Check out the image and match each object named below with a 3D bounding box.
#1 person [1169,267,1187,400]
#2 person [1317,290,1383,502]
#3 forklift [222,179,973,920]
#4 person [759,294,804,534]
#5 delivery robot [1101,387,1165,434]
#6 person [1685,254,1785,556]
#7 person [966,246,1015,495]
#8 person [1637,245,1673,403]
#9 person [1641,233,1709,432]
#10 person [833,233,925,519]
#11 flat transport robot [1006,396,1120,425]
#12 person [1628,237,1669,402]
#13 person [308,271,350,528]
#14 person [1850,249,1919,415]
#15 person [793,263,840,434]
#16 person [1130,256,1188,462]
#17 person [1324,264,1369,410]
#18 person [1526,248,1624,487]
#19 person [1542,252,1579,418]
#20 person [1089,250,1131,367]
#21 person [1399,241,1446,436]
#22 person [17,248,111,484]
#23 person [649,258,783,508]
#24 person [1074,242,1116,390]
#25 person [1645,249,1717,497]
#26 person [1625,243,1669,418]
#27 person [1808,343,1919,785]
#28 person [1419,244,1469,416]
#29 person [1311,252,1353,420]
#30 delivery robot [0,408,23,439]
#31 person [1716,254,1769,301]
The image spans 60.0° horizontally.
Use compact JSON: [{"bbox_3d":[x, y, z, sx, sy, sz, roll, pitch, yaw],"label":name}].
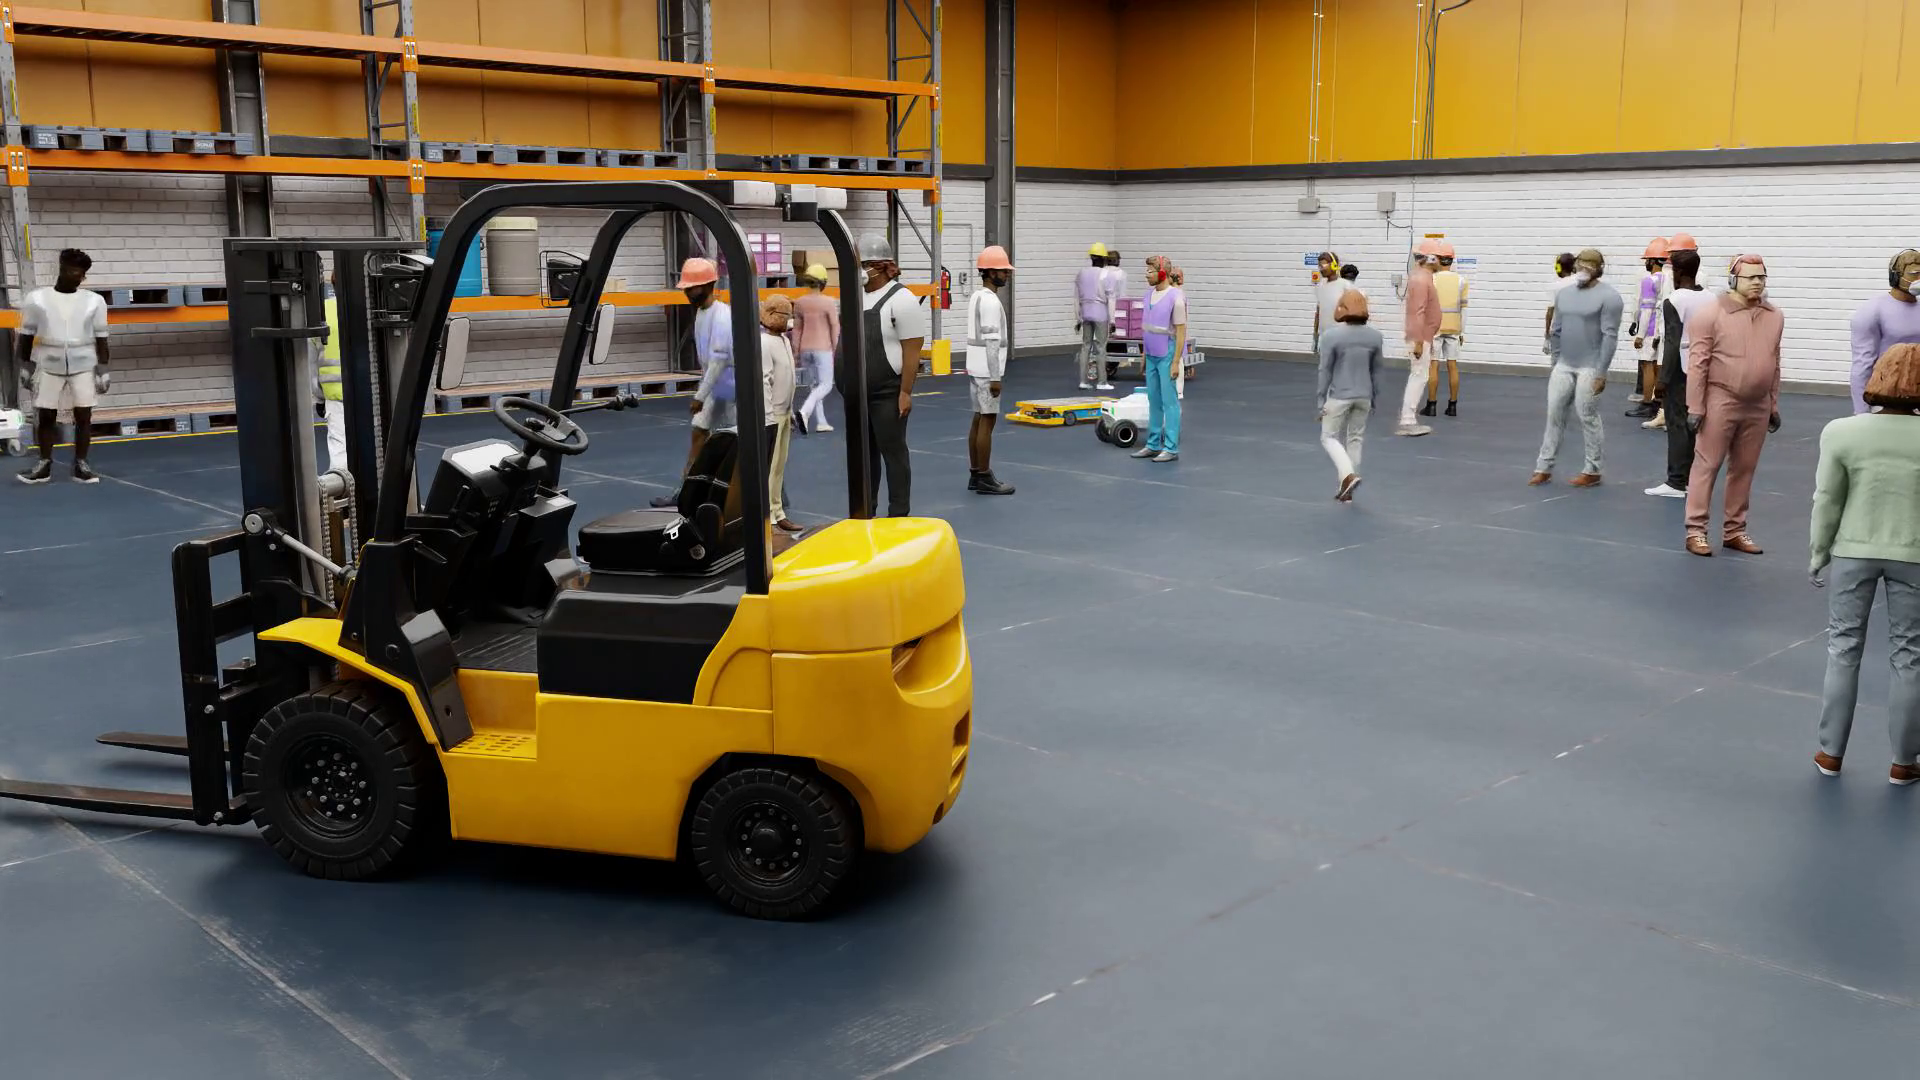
[{"bbox_3d":[2.636,-2.546,20.523,0.309,1.641,0.511,-1,10,-6],"label":"person"},{"bbox_3d":[2.927,-1.057,12.465,0.521,1.623,0.537,-2,11,-12],"label":"person"},{"bbox_3d":[-1.114,-0.058,5.440,2.313,2.155,1.214,2,11,13],"label":"forklift"},{"bbox_3d":[-1.229,-0.836,11.216,0.286,1.632,0.498,2,11,12],"label":"person"},{"bbox_3d":[1.735,-1.237,16.089,0.707,0.478,0.477,-3,11,-15],"label":"delivery robot"},{"bbox_3d":[4.915,-0.846,10.524,0.652,1.906,0.403,-2,11,-11],"label":"person"},{"bbox_3d":[0.240,-1.327,13.061,0.375,1.939,0.546,-2,11,-10],"label":"person"},{"bbox_3d":[8.422,-2.560,19.881,0.643,1.905,0.400,0,10,2],"label":"person"},{"bbox_3d":[7.390,-2.134,17.173,0.376,2.044,0.607,-4,11,-20],"label":"person"},{"bbox_3d":[-0.593,-1.029,11.154,0.537,2.000,0.689,-10,14,-42],"label":"person"},{"bbox_3d":[1.265,-1.417,18.100,1.431,0.197,0.652,-7,12,-33],"label":"flat transport robot"},{"bbox_3d":[8.446,-2.673,20.243,0.625,1.992,0.386,-2,11,-8],"label":"person"},{"bbox_3d":[-4.177,-0.991,11.511,0.621,1.838,0.429,0,10,2],"label":"person"},{"bbox_3d":[5.730,-0.806,10.217,0.630,1.940,0.372,-4,11,-20],"label":"person"},{"bbox_3d":[-1.481,-1.928,16.860,0.531,1.744,0.721,6,12,31],"label":"person"},{"bbox_3d":[1.823,-1.619,14.919,0.396,1.841,0.565,-5,12,-26],"label":"person"},{"bbox_3d":[4.454,-2.338,19.240,0.530,1.692,0.321,0,10,1],"label":"person"},{"bbox_3d":[4.953,-1.367,13.339,0.464,1.936,0.639,-6,12,-31],"label":"person"},{"bbox_3d":[6.668,-2.223,18.227,0.522,1.844,0.519,-3,11,-17],"label":"person"},{"bbox_3d":[2.279,-3.510,25.353,0.640,1.801,0.956,8,13,37],"label":"person"},{"bbox_3d":[4.714,-2.045,16.939,0.384,1.966,0.693,3,11,16],"label":"person"},{"bbox_3d":[-7.284,-1.400,13.498,0.723,1.922,0.472,-5,12,-26],"label":"person"},{"bbox_3d":[-1.719,-1.073,11.886,1.090,1.850,0.541,-7,12,-33],"label":"person"},{"bbox_3d":[1.787,-2.924,21.801,0.594,1.924,0.380,8,13,36],"label":"person"},{"bbox_3d":[5.620,-1.286,12.897,0.591,1.916,0.383,-7,13,-35],"label":"person"},{"bbox_3d":[7.698,-2.330,18.532,0.545,1.938,0.362,-9,13,-39],"label":"person"},{"bbox_3d":[3.427,0.089,6.171,0.507,1.631,0.265,6,12,31],"label":"person"},{"bbox_3d":[5.395,-2.346,18.648,0.543,1.927,0.384,-1,10,-3],"label":"person"},{"bbox_3d":[4.105,-2.223,18.222,0.470,1.844,0.531,-8,13,-36],"label":"person"},{"bbox_3d":[-8.930,-1.056,15.102,0.707,0.478,0.477,-9,14,-41],"label":"delivery robot"},{"bbox_3d":[7.739,-1.905,16.494,0.528,1.839,0.497,0,10,2],"label":"person"}]
